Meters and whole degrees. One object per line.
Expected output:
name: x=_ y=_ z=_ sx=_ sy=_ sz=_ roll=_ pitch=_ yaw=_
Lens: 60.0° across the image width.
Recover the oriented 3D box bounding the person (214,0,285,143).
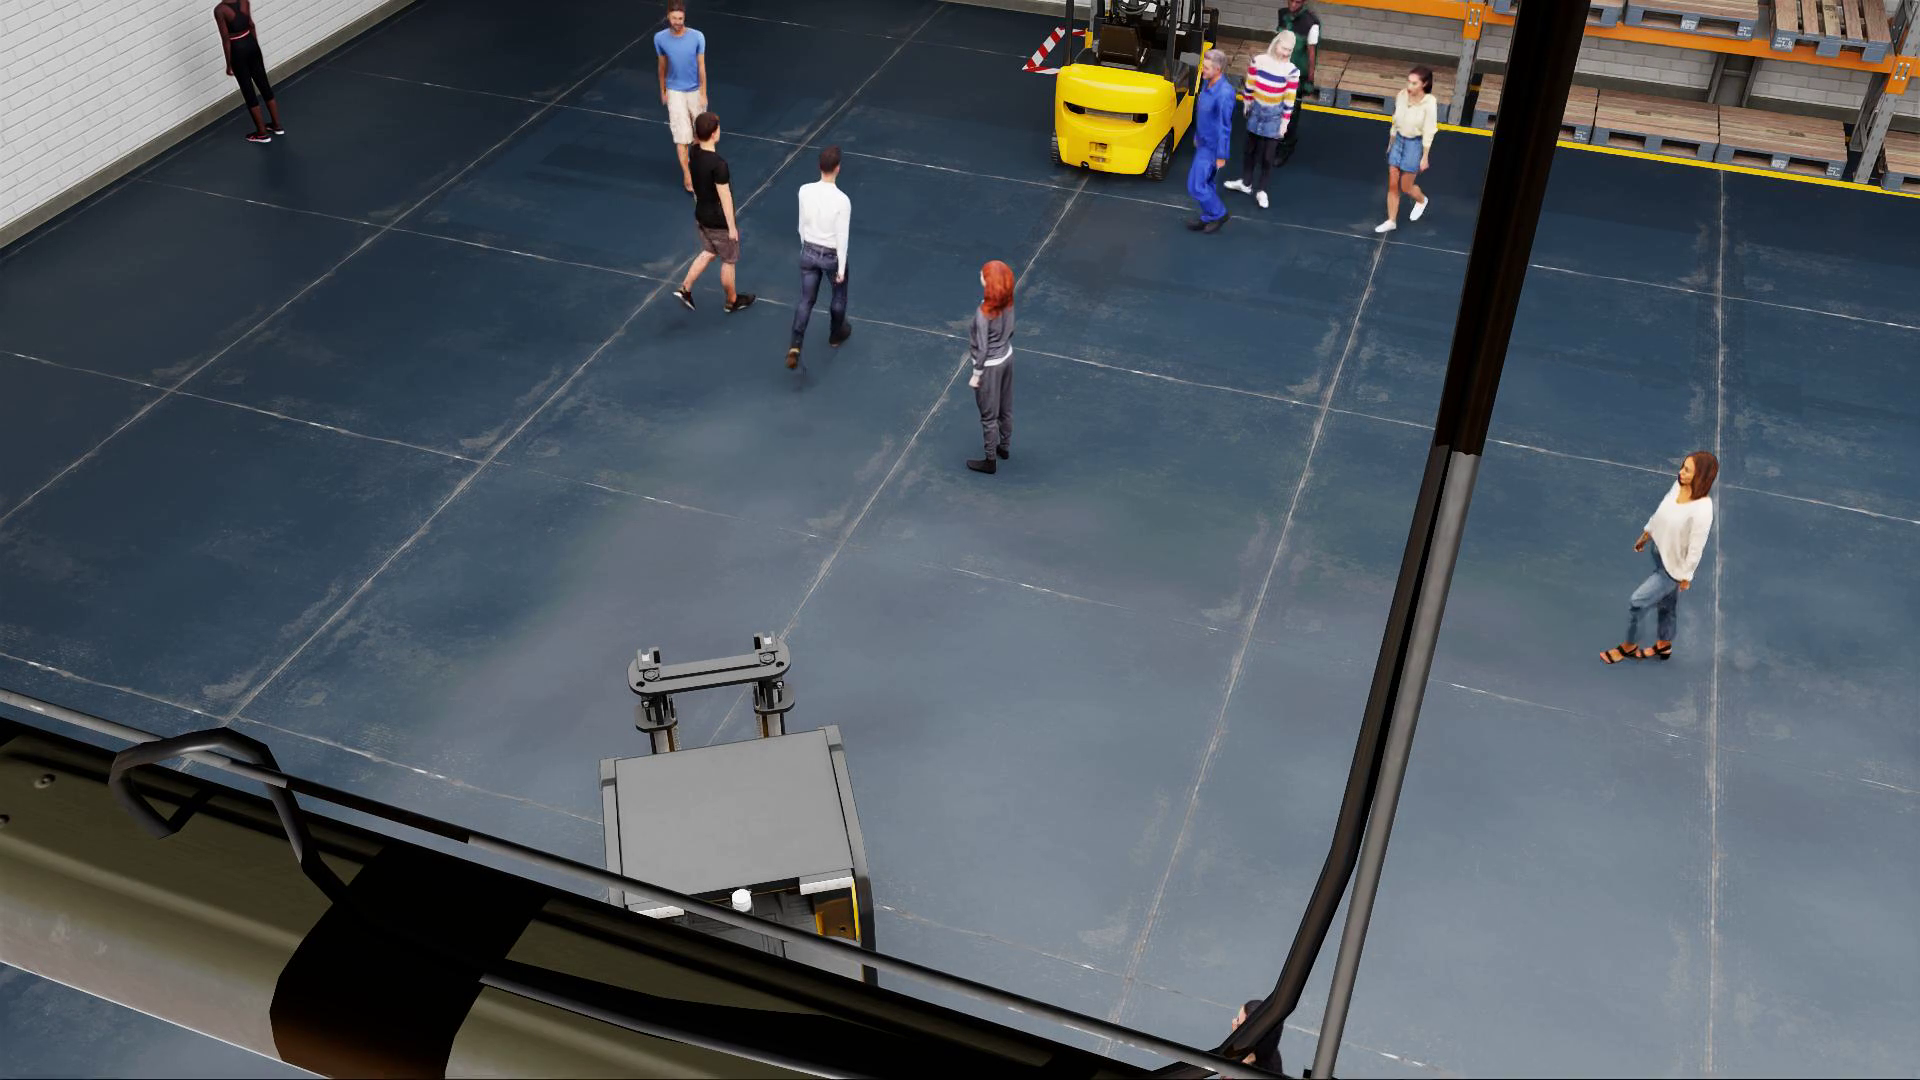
person: x=-7.278 y=-4.933 z=16.941 sx=0.576 sy=1.757 sz=0.614 roll=19 pitch=43 yaw=23

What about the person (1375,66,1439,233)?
person: x=4.213 y=-3.631 z=15.419 sx=0.942 sy=1.622 sz=0.902 roll=-23 pitch=44 yaw=-26

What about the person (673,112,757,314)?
person: x=-2.152 y=-2.711 z=14.086 sx=1.029 sy=1.848 sz=1.054 roll=-27 pitch=46 yaw=-30

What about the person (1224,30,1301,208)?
person: x=2.892 y=-4.030 z=15.793 sx=0.942 sy=1.779 sz=0.650 roll=-30 pitch=48 yaw=-32

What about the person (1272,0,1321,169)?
person: x=3.339 y=-4.634 z=16.518 sx=1.003 sy=1.818 sz=0.934 roll=-14 pitch=41 yaw=-17

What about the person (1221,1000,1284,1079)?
person: x=1.261 y=2.629 z=7.460 sx=0.728 sy=1.772 sz=0.715 roll=6 pitch=39 yaw=7

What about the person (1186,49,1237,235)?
person: x=2.396 y=-3.630 z=15.267 sx=0.892 sy=1.810 sz=0.893 roll=-4 pitch=39 yaw=-5

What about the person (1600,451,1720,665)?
person: x=4.651 y=0.139 z=10.664 sx=0.782 sy=1.665 sz=0.723 roll=3 pitch=39 yaw=4

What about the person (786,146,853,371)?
person: x=-1.154 y=-2.261 z=13.534 sx=1.067 sy=1.834 sz=0.741 roll=11 pitch=40 yaw=13

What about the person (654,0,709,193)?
person: x=-2.695 y=-4.403 z=16.223 sx=1.157 sy=1.826 sz=1.092 roll=-5 pitch=39 yaw=-6

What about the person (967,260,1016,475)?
person: x=0.246 y=-1.294 z=12.366 sx=0.580 sy=1.779 sz=0.627 roll=23 pitch=44 yaw=26
